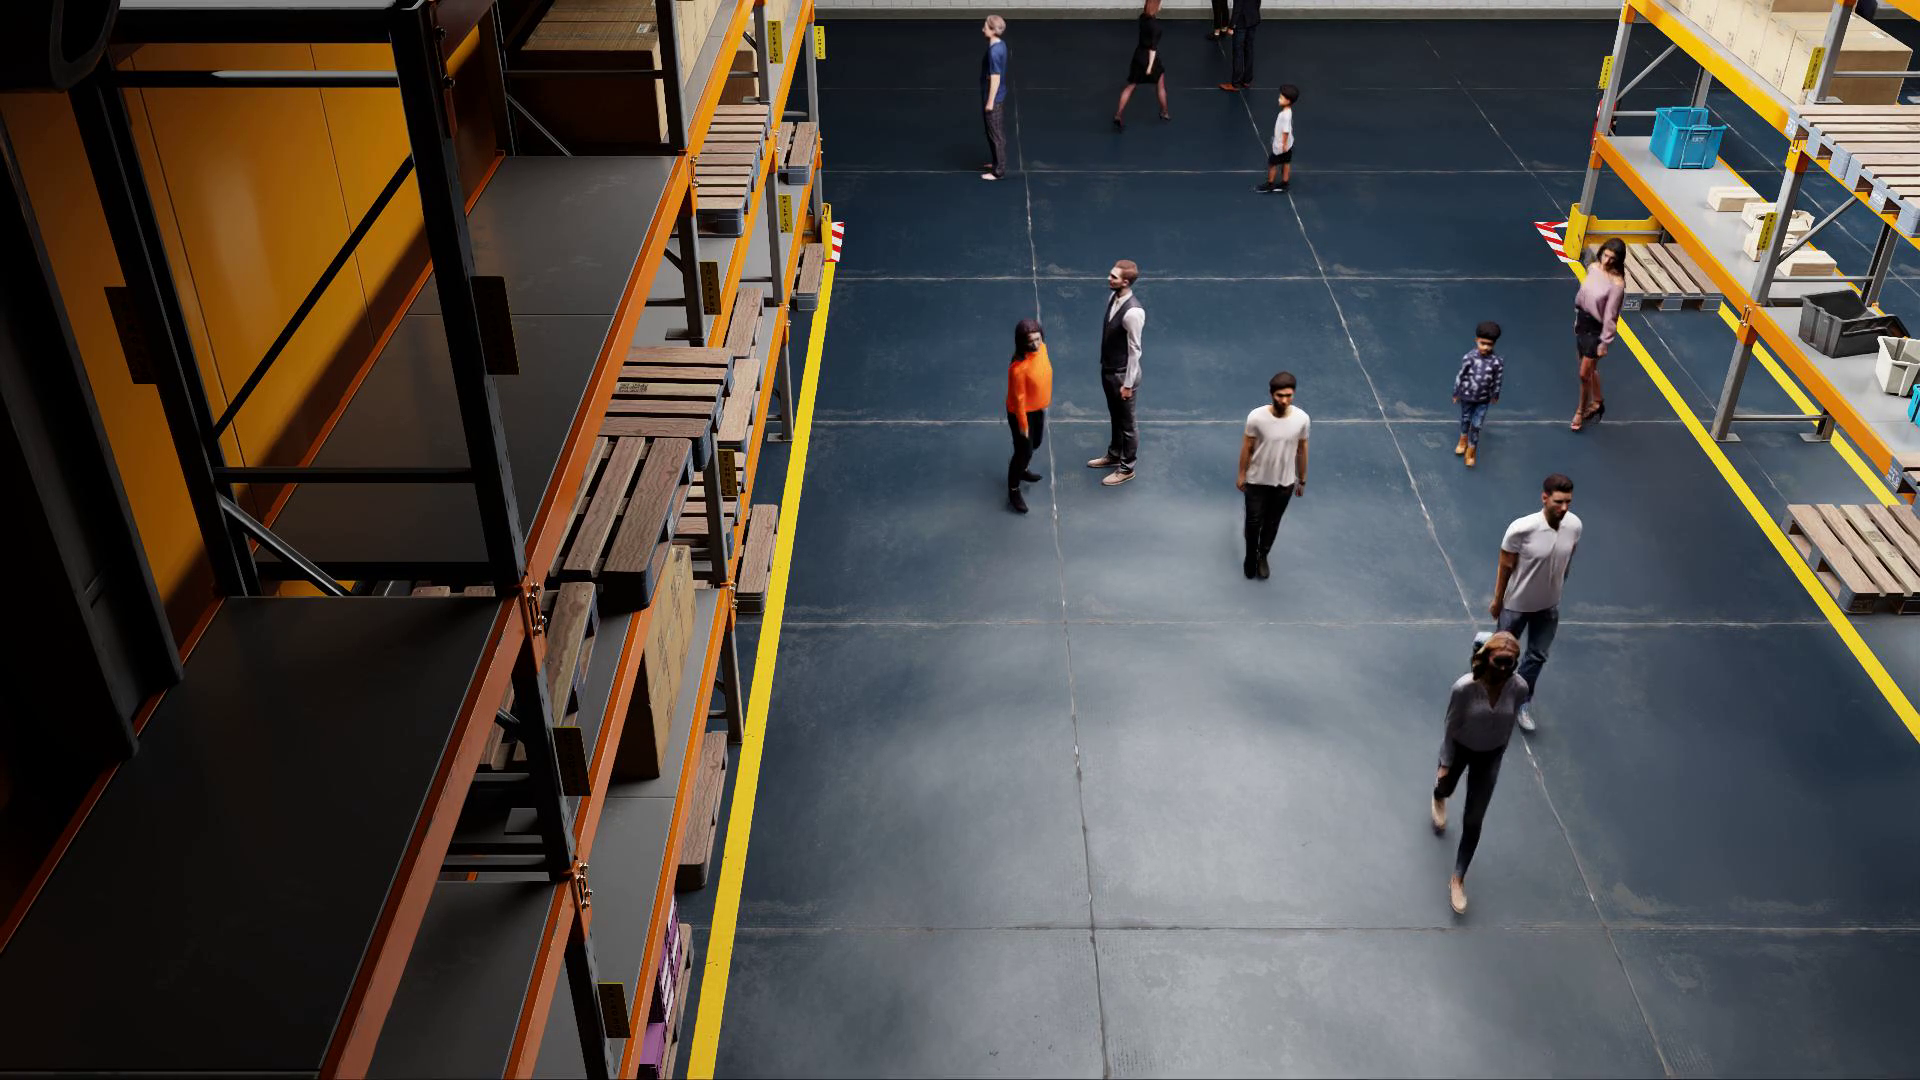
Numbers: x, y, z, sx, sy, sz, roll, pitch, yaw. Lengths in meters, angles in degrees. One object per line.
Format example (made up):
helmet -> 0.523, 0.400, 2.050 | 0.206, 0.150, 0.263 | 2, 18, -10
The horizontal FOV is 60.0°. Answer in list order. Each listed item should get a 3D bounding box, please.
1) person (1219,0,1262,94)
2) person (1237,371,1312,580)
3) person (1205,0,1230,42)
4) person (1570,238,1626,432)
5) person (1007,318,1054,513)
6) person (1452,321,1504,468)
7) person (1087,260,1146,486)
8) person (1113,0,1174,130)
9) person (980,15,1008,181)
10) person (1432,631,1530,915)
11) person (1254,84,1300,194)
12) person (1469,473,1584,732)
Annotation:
person -> 3.716, -6.775, 21.701 | 0.762, 1.800, 0.808 | -26, 42, -34
person -> 2.303, -0.522, 12.369 | 0.633, 1.716, 0.552 | 0, 34, 1
person -> 3.719, -7.887, 23.668 | 0.702, 1.475, 0.641 | 29, 43, 36
person -> 5.406, -1.756, 14.167 | 0.835, 1.780, 0.758 | -3, 34, -5
person -> 0.495, -1.020, 13.117 | 0.941, 1.718, 0.774 | 8, 34, 11
person -> 4.333, -1.271, 13.930 | 0.638, 1.236, 0.755 | 11, 35, 16
person -> 1.306, -1.370, 13.445 | 0.783, 1.938, 0.601 | -10, 35, -14
person -> 2.199, -5.823, 20.406 | 1.034, 1.648, 1.118 | -18, 38, -25
person -> 0.394, -5.090, 19.103 | 0.747, 1.870, 0.527 | 4, 34, 7
person -> 2.959, 1.219, 9.715 | 0.677, 1.756, 1.201 | 4, 34, 6
person -> 3.720, -4.533, 18.826 | 0.628, 1.249, 0.602 | 8, 34, 12
person -> 3.727, 0.335, 10.959 | 0.752, 1.850, 1.032 | -4, 34, -6
